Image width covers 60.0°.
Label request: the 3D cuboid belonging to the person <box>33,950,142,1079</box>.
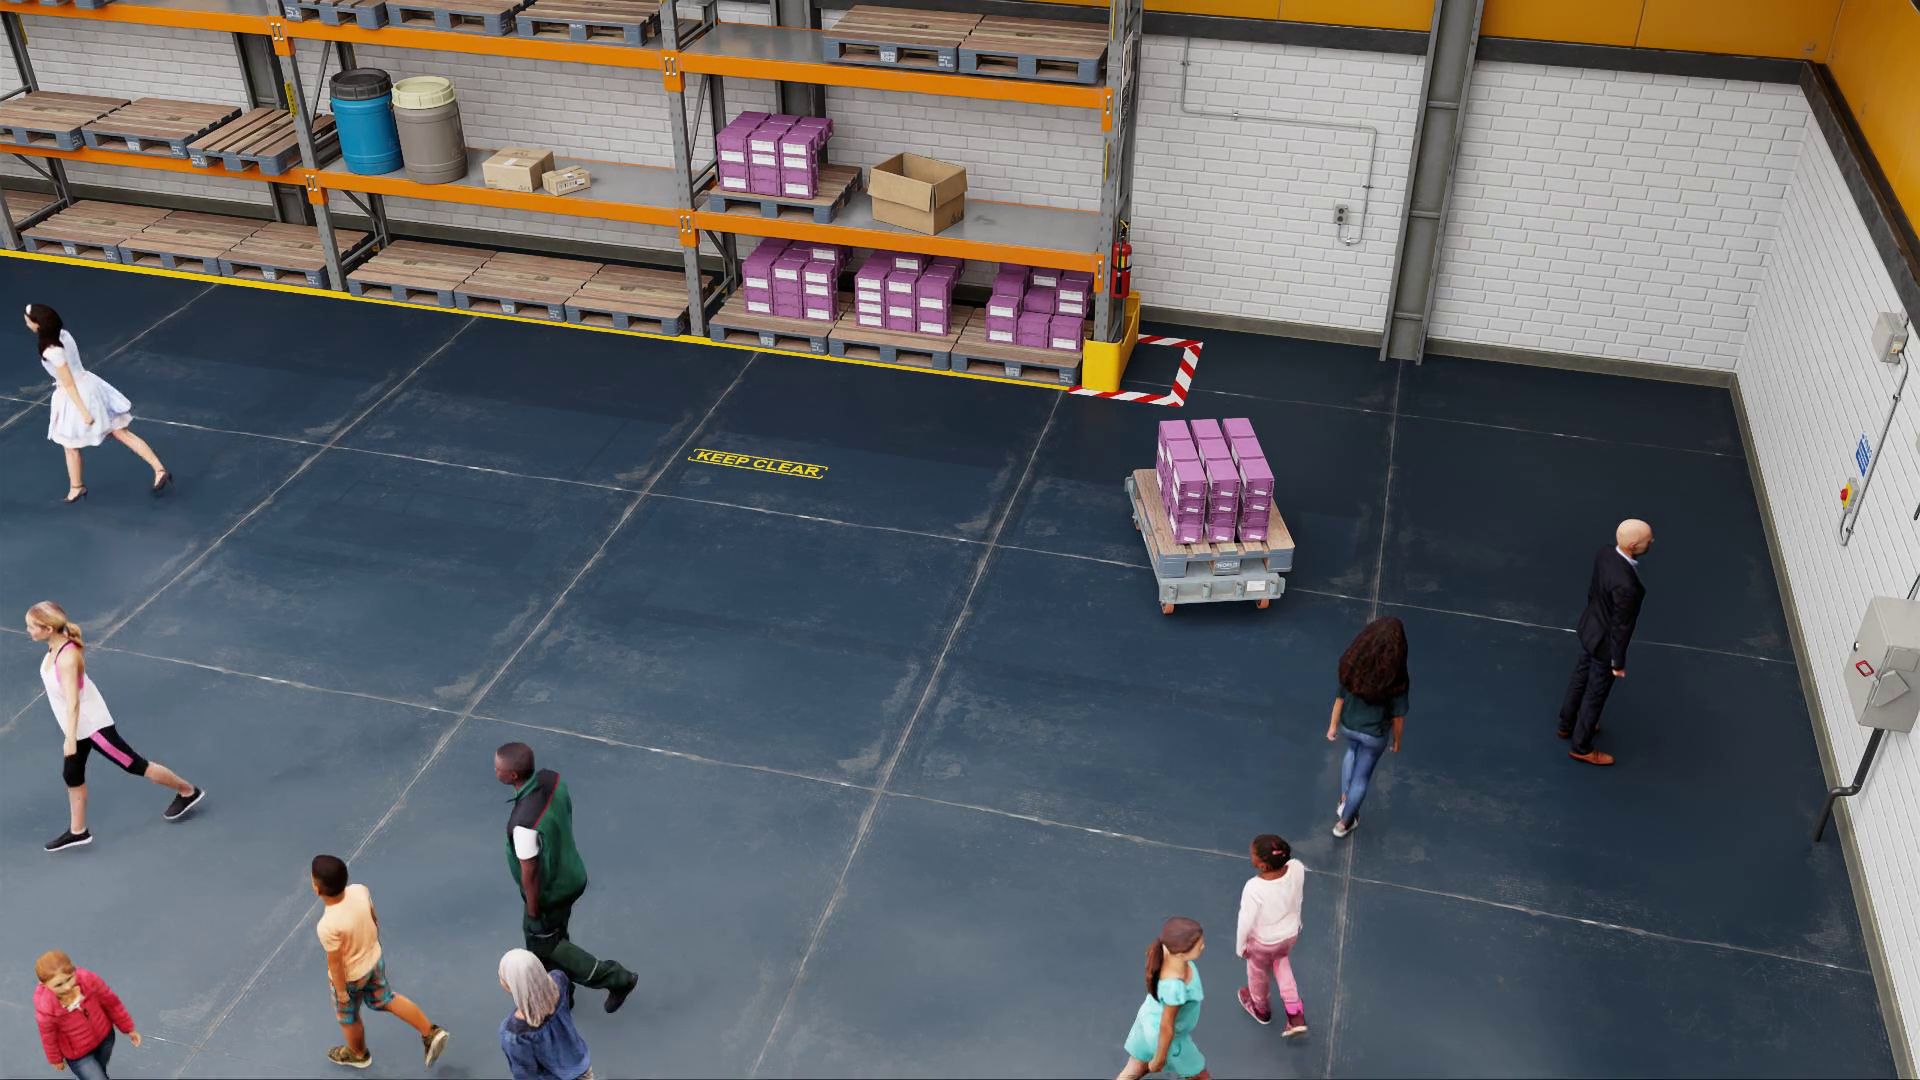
[{"bbox_3d":[-4.439,2.500,8.395,0.936,1.286,0.658,17,37,24],"label":"person"}]

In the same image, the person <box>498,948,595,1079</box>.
[{"bbox_3d":[-1.849,2.599,7.919,1.159,1.648,0.769,16,37,22],"label":"person"}]

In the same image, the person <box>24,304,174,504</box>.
[{"bbox_3d":[-6.911,-1.055,13.321,1.222,1.754,0.929,-4,34,-7],"label":"person"}]

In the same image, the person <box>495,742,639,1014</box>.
[{"bbox_3d":[-2.112,1.852,8.891,0.975,1.817,0.815,1,34,2],"label":"person"}]

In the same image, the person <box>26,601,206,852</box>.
[{"bbox_3d":[-5.156,1.110,10.076,1.136,1.741,1.158,-22,39,-29],"label":"person"}]

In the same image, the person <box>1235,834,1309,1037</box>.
[{"bbox_3d":[1.697,2.118,8.833,0.827,1.437,0.872,-14,36,-19],"label":"person"}]

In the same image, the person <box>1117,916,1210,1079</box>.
[{"bbox_3d":[0.946,2.448,8.270,1.116,1.513,0.813,-4,34,-6],"label":"person"}]

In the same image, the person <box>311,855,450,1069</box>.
[{"bbox_3d":[-3.068,2.234,8.658,0.896,1.440,0.558,9,35,14],"label":"person"}]

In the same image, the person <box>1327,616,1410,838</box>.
[{"bbox_3d":[2.425,1.180,10.094,0.687,1.605,0.765,23,40,30],"label":"person"}]

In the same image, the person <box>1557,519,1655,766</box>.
[{"bbox_3d":[4.163,0.632,10.742,0.673,1.800,0.731,0,34,0],"label":"person"}]
